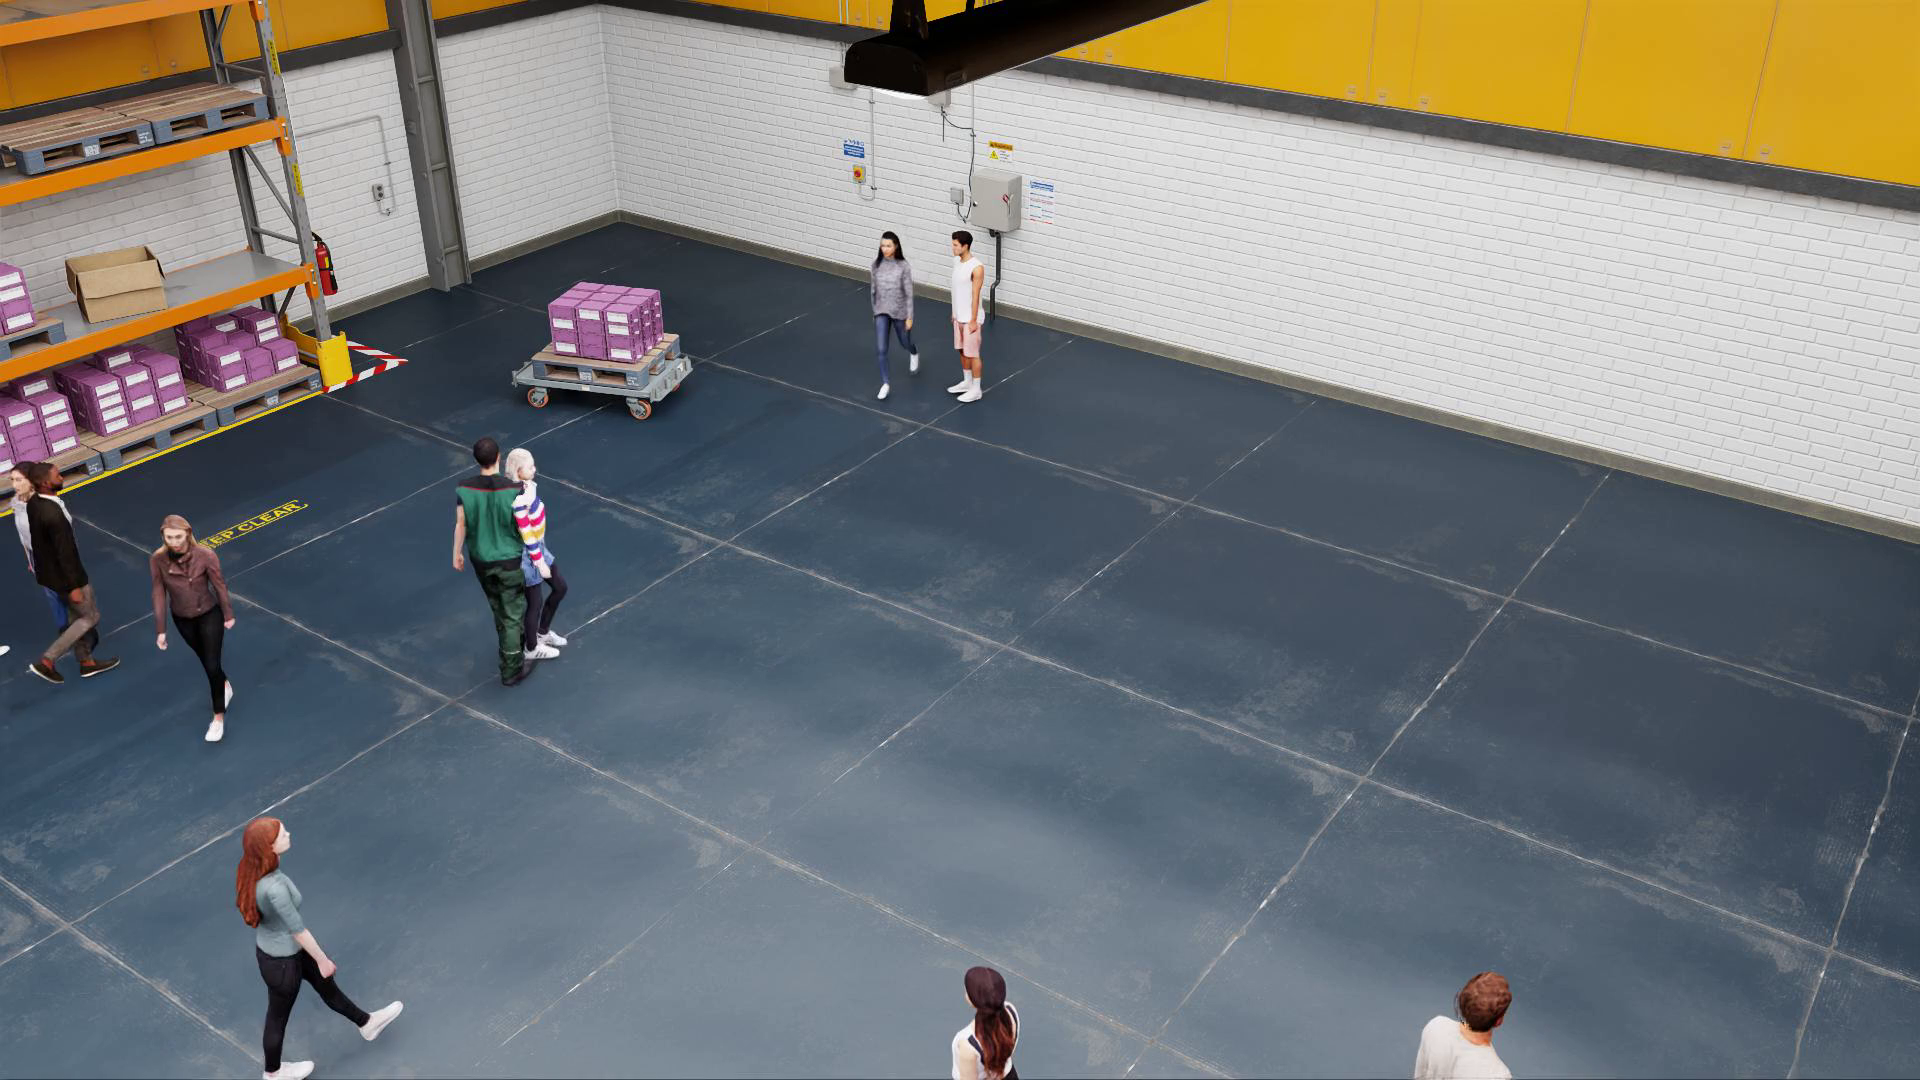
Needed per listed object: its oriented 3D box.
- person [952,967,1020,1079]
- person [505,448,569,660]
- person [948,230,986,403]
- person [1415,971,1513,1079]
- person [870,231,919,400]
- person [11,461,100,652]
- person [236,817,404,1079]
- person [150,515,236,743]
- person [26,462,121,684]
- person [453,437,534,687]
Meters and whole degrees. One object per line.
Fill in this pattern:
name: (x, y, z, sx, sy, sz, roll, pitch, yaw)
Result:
person: (0.140, 2.697, 7.946, 0.598, 1.646, 0.461, 19, 34, 31)
person: (-3.310, 0.132, 12.491, 0.821, 1.796, 0.736, -1, 29, -2)
person: (0.099, -2.297, 16.963, 0.737, 1.778, 0.736, -15, 32, -25)
person: (2.259, 2.745, 7.593, 0.703, 1.901, 0.737, -17, 33, -29)
person: (-0.663, -2.365, 17.164, 0.852, 1.705, 1.159, 8, 30, 15)
person: (-6.917, 0.123, 12.680, 0.664, 1.632, 0.636, 6, 29, 11)
person: (-3.632, 2.228, 8.737, 1.103, 1.713, 0.841, -19, 34, -31)
person: (-5.428, 0.531, 11.898, 0.989, 1.665, 1.097, -1, 29, -3)
person: (-6.666, 0.296, 12.204, 0.744, 1.783, 0.903, 25, 37, 37)
person: (-3.456, 0.193, 12.316, 1.034, 1.858, 1.134, 3, 29, 6)
